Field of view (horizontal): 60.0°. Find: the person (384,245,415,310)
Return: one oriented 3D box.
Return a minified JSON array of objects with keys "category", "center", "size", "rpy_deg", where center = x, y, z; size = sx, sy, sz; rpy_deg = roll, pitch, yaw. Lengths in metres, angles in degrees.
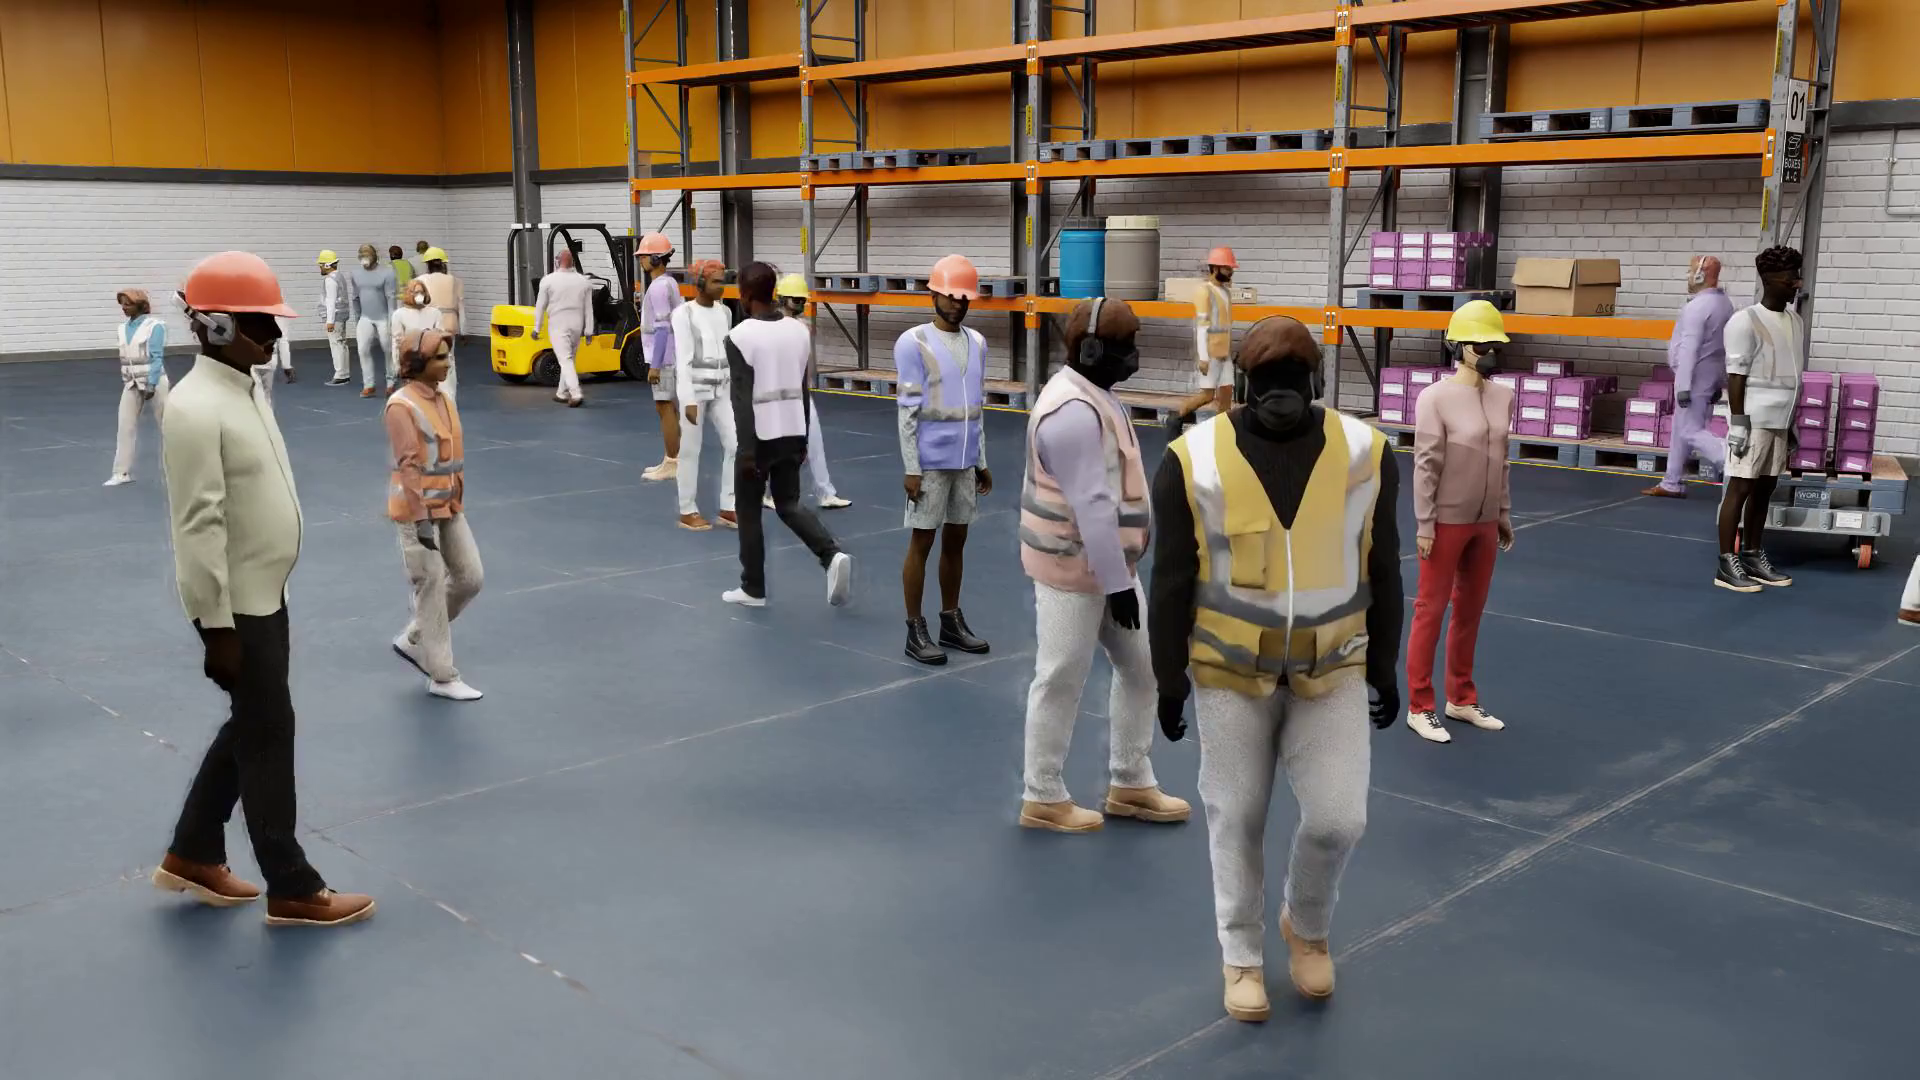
[{"category":"person","center":[-9.813,-4.213,29.059],"size":[0.429,1.842,0.637],"rpy_deg":[6,12,30]}]

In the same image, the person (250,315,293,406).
[{"category":"person","center":[-6.067,-1.479,14.133],"size":[0.904,1.844,0.605],"rpy_deg":[8,13,38]}]

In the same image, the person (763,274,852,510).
[{"category":"person","center":[-1.161,-1.044,12.060],"size":[0.825,1.730,0.532],"rpy_deg":[9,14,42]}]

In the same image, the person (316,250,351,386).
[{"category":"person","center":[-8.480,-3.004,22.524],"size":[0.403,1.826,0.596],"rpy_deg":[-2,11,-9]}]

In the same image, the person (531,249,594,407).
[{"category":"person","center":[-4.687,-2.513,19.770],"size":[0.656,1.861,1.013],"rpy_deg":[-9,14,-40]}]

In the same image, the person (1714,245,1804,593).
[{"category":"person","center":[4.601,-0.692,9.520],"size":[0.603,1.966,0.368],"rpy_deg":[-7,12,-33]}]

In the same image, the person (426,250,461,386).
[{"category":"person","center":[-6.952,-2.968,22.297],"size":[0.404,1.833,0.590],"rpy_deg":[2,11,12]}]

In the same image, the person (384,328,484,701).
[{"category":"person","center":[-2.305,-0.107,7.247],"size":[0.427,1.629,0.538],"rpy_deg":[2,11,12]}]

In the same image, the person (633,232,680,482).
[{"category":"person","center":[-2.480,-1.498,13.710],"size":[0.374,2.044,0.605],"rpy_deg":[-1,10,-3]}]

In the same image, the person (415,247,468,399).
[{"category":"person","center":[-6.050,-2.447,19.352],"size":[0.607,1.891,0.682],"rpy_deg":[-8,13,-38]}]

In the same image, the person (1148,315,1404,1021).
[{"category":"person","center":[0.804,0.344,4.253],"size":[0.659,1.827,0.458],"rpy_deg":[1,10,4]}]

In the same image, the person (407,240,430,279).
[{"category":"person","center":[-9.574,-4.395,29.792],"size":[0.637,1.936,0.355],"rpy_deg":[-6,12,-31]}]

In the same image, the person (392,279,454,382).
[{"category":"person","center":[-5.125,-1.684,15.946],"size":[0.503,1.597,0.818],"rpy_deg":[-10,14,-43]}]

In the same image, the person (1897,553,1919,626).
[{"category":"person","center":[5.262,-0.313,8.452],"size":[0.817,1.597,0.500],"rpy_deg":[4,11,23]}]

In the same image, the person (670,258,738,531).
[{"category":"person","center":[-1.682,-0.967,11.299],"size":[0.705,1.857,0.594],"rpy_deg":[8,13,37]}]

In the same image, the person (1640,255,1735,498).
[{"category":"person","center":[5.630,-1.205,12.559],"size":[0.822,1.883,0.650],"rpy_deg":[10,14,43]}]

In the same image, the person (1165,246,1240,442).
[{"category":"person","center":[2.303,-1.739,15.347],"size":[0.734,1.920,0.561],"rpy_deg":[9,13,39]}]

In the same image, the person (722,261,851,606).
[{"category":"person","center":[-0.968,-0.546,8.932],"size":[0.767,1.889,0.603],"rpy_deg":[9,14,40]}]

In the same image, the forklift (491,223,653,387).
[{"category":"forklift","center":[-5.316,-3.263,22.920],"size":[2.313,2.155,1.214],"rpy_deg":[-10,14,-44]}]

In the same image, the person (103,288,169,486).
[{"category":"person","center":[-6.702,-1.264,13.718],"size":[0.512,1.610,0.833],"rpy_deg":[4,11,19]}]

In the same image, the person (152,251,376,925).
[{"category":"person","center":[-2.111,0.161,4.864],"size":[0.587,1.997,0.628],"rpy_deg":[-2,11,-9]}]

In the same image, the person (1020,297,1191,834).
[{"category":"person","center":[0.518,0.110,5.544],"size":[0.700,1.815,0.629],"rpy_deg":[3,11,18]}]

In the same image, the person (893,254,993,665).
[{"category":"person","center":[-0.054,-0.383,7.932],"size":[0.542,1.931,0.375],"rpy_deg":[-10,14,-42]}]

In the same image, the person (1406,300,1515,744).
[{"category":"person","center":[2.035,-0.075,6.702],"size":[0.530,1.768,0.312],"rpy_deg":[-6,12,-32]}]

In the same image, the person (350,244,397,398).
[{"category":"person","center":[-7.304,-2.725,20.754],"size":[0.660,1.904,0.731],"rpy_deg":[1,10,8]}]
